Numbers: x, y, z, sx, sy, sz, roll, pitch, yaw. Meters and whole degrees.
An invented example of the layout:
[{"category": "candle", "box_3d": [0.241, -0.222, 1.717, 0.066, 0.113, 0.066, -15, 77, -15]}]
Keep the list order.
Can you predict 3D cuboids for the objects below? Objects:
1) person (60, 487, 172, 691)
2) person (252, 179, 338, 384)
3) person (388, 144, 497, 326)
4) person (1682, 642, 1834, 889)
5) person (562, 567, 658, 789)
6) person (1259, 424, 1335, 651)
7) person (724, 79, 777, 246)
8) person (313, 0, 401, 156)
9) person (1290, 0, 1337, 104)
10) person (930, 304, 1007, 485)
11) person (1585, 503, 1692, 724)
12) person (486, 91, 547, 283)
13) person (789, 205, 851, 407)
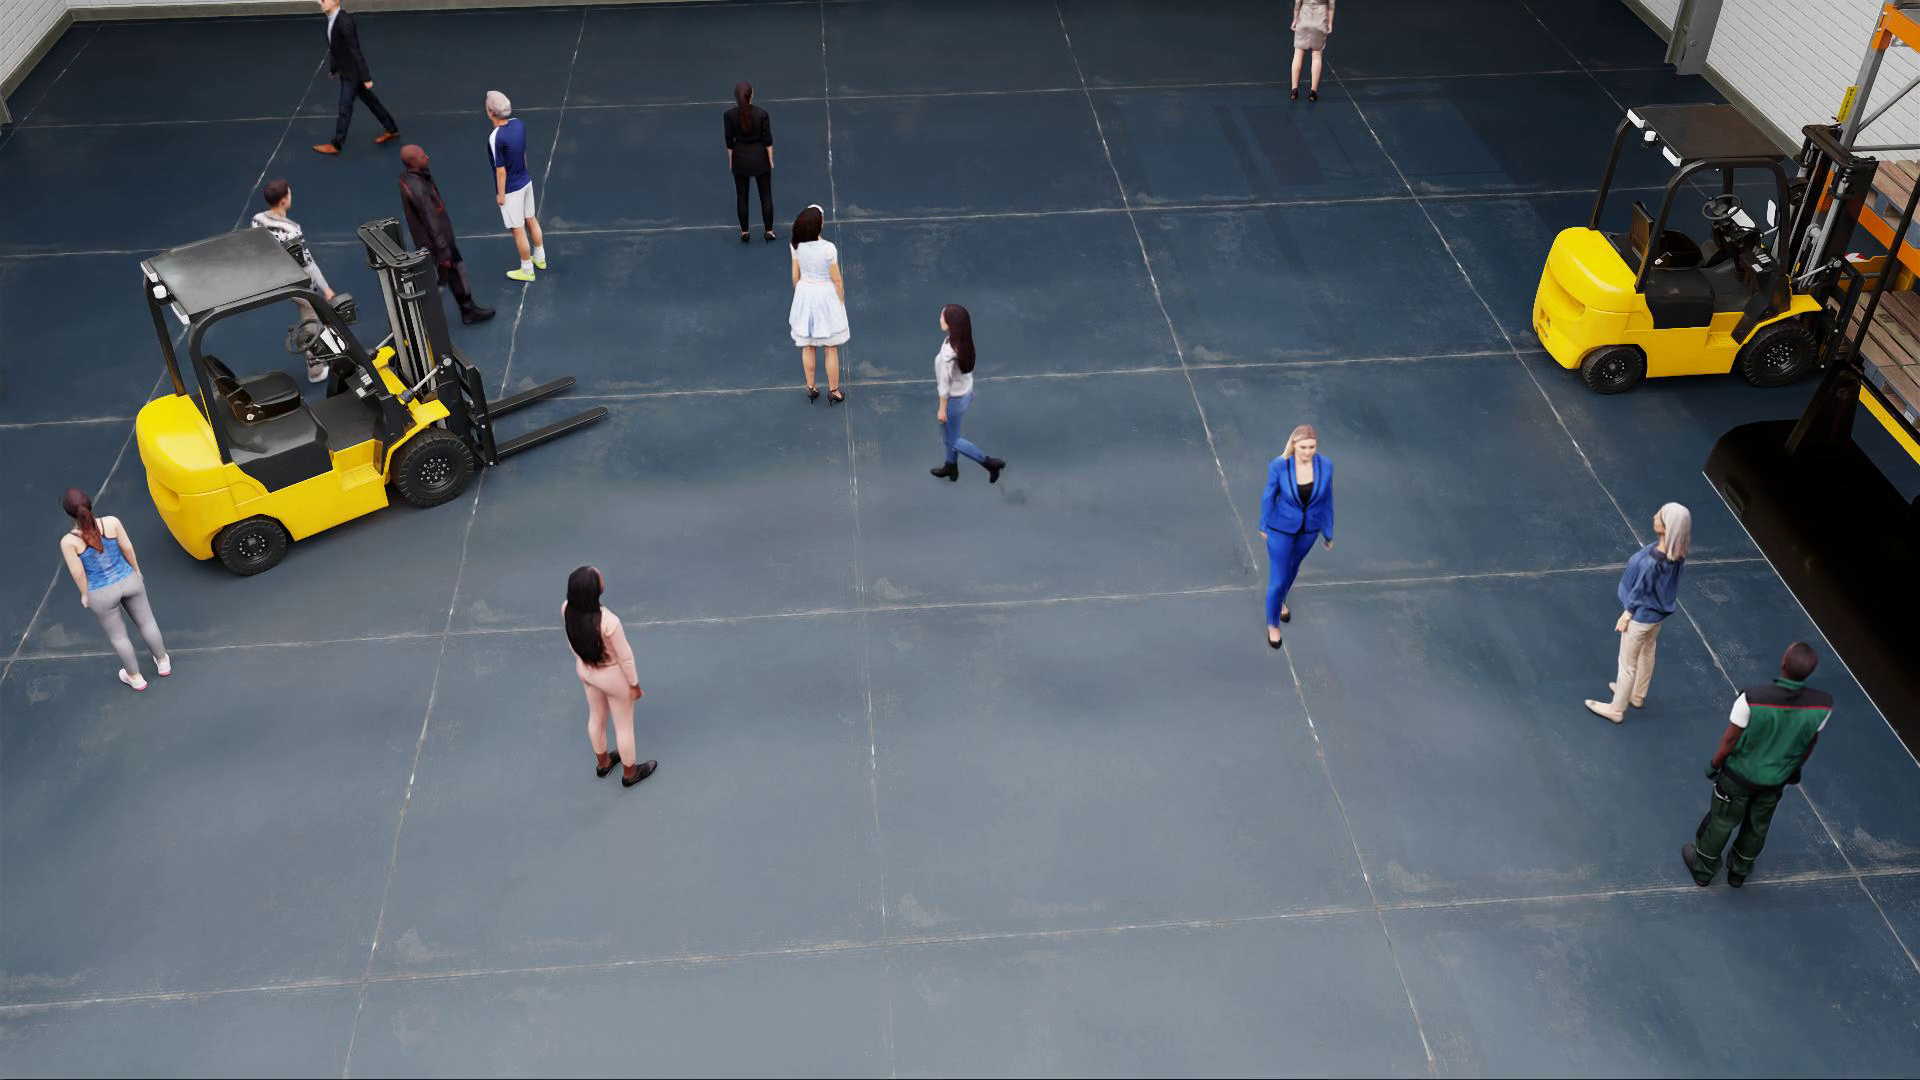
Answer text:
[{"category": "person", "box_3d": [-5.646, 0.312, 11.078, 0.713, 1.610, 0.660, 30, 48, 32]}, {"category": "person", "box_3d": [-5.617, -2.109, 13.931, 0.962, 1.833, 1.019, 22, 44, 25]}, {"category": "person", "box_3d": [-4.716, -2.588, 14.560, 1.063, 1.797, 1.235, -17, 42, -20]}, {"category": "person", "box_3d": [4.614, 1.319, 9.634, 0.726, 1.838, 0.646, 3, 39, 4]}, {"category": "person", "box_3d": [-2.203, 0.849, 10.315, 0.701, 1.722, 0.725, 20, 43, 23]}, {"category": "person", "box_3d": [2.295, -0.133, 11.576, 0.662, 1.684, 0.803, -7, 39, -8]}, {"category": "person", "box_3d": [-2.007, -3.611, 15.949, 0.609, 1.662, 0.575, 0, 39, 0]}, {"category": "person", "box_3d": [-6.350, -4.957, 17.558, 1.164, 1.757, 1.244, -24, 44, -27]}, {"category": "person", "box_3d": [3.927, -5.744, 18.553, 0.669, 1.745, 0.637, 11, 40, 13]}, {"category": "person", "box_3d": [0.040, -1.066, 12.799, 0.881, 1.616, 0.917, 12, 40, 15]}, {"category": "person", "box_3d": [4.474, 0.469, 10.813, 0.714, 1.696, 0.750, -29, 47, -31]}, {"category": "person", "box_3d": [-4.129, -3.285, 15.399, 0.773, 1.839, 0.634, 12, 40, 14]}, {"category": "person", "box_3d": [-1.166, -1.919, 13.706, 0.811, 1.817, 0.849, 11, 40, 13]}]
